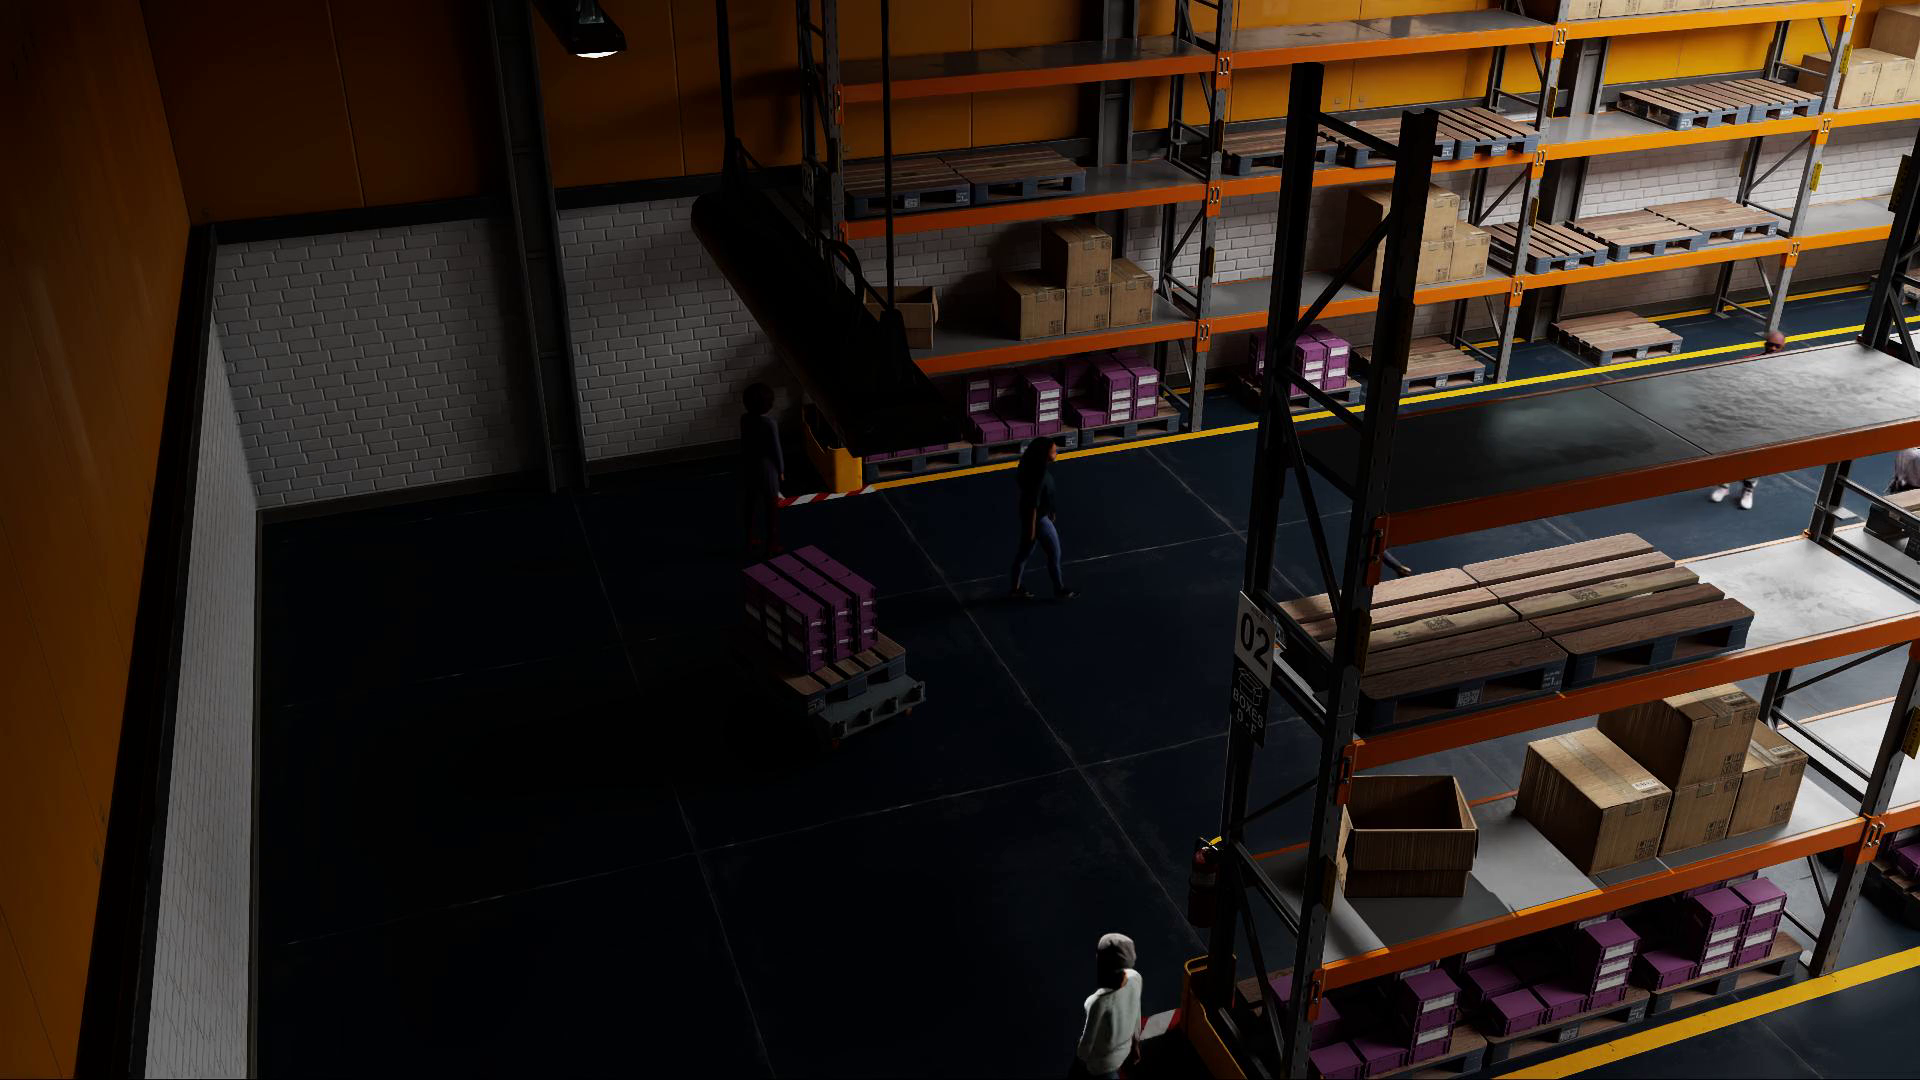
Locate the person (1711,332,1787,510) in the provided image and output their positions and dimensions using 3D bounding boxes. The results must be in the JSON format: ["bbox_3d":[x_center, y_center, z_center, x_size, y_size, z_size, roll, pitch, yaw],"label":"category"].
[{"bbox_3d":[7.875,-1.217,16.476,0.756,1.820,0.781,18,33,29],"label":"person"}]

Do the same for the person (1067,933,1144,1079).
[{"bbox_3d":[0.882,2.886,9.177,1.037,1.605,1.138,21,35,33],"label":"person"}]

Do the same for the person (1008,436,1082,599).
[{"bbox_3d":[0.594,-0.173,14.801,0.948,1.591,0.730,-3,29,-5],"label":"person"}]

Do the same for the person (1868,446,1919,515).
[{"bbox_3d":[8.843,-0.493,15.316,0.772,1.659,0.749,-7,29,-12],"label":"person"}]

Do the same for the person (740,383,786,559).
[{"bbox_3d":[-1.866,-0.649,15.554,0.661,1.705,0.707,15,32,25],"label":"person"}]
